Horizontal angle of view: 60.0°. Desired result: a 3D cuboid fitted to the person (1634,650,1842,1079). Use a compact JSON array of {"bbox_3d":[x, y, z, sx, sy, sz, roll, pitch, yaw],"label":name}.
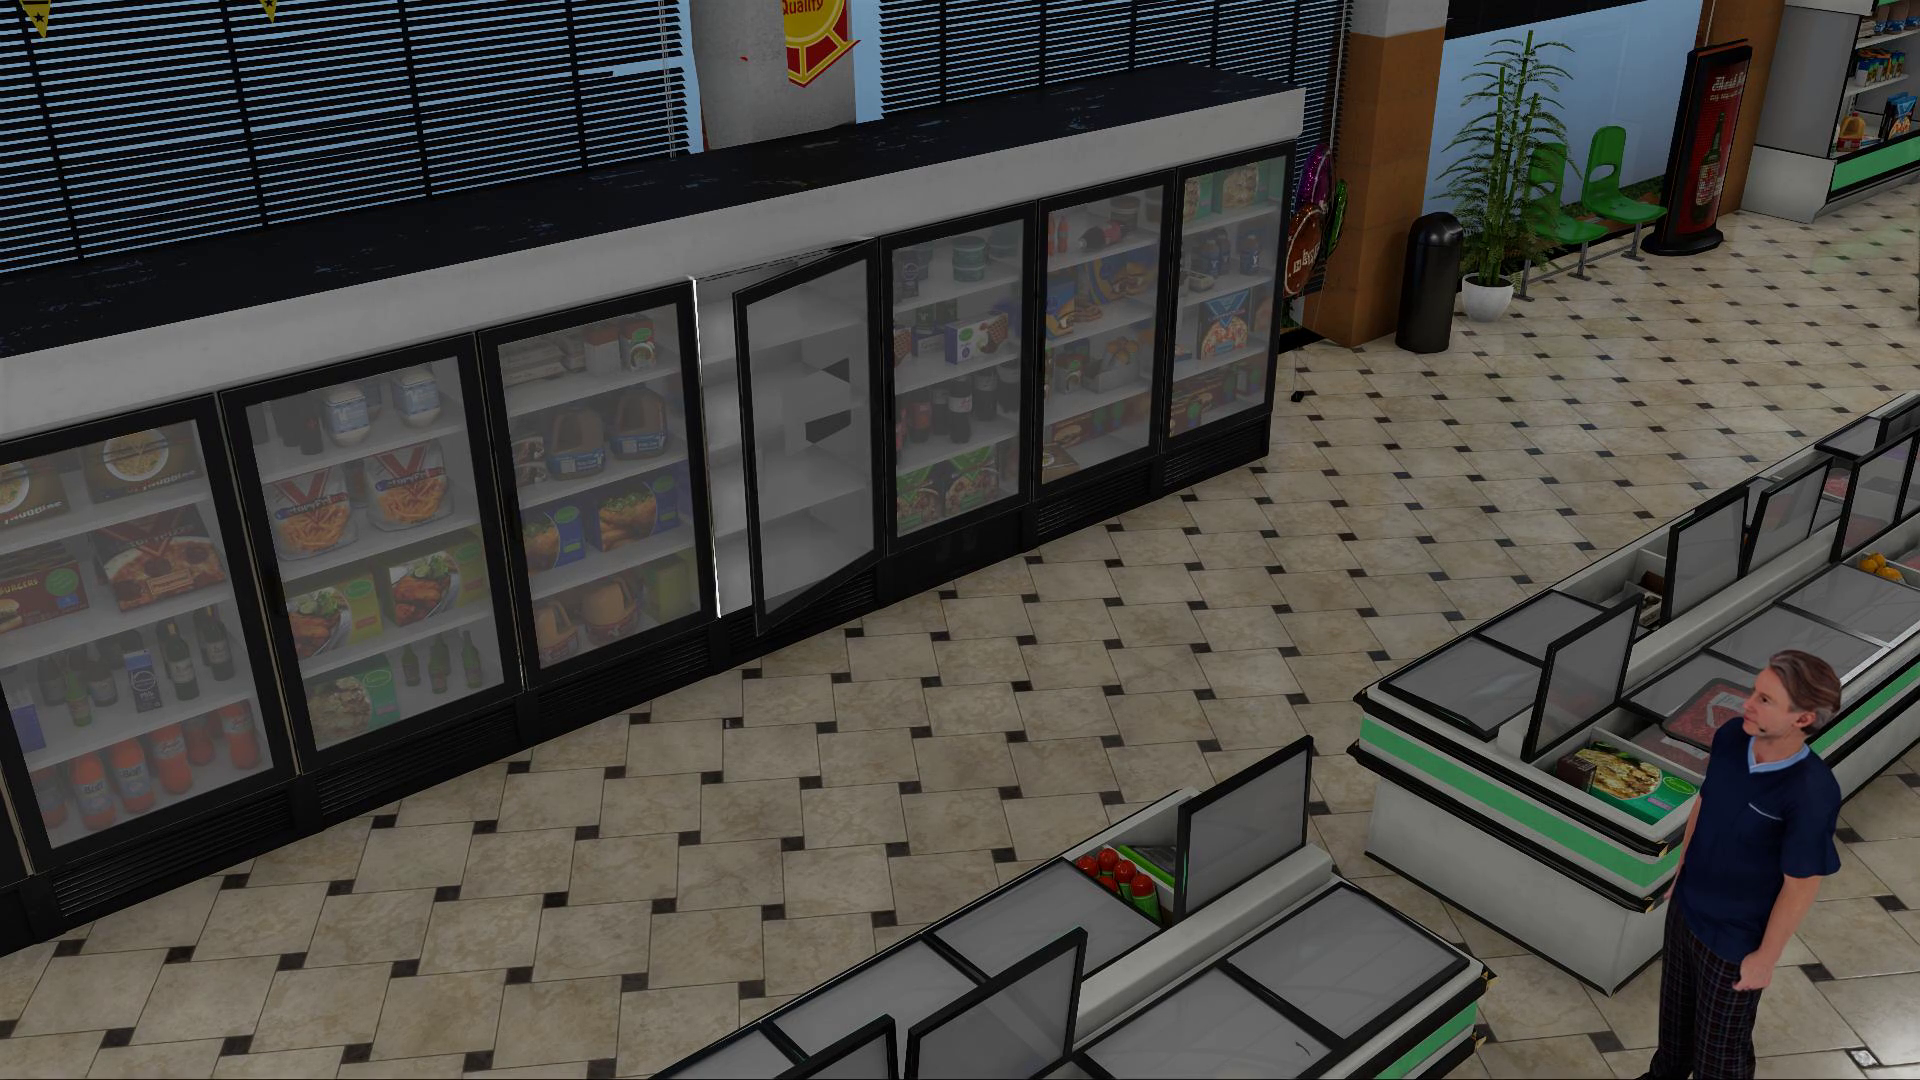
[{"bbox_3d":[2.369,1.155,5.122,0.729,1.871,0.737,-4,27,-9],"label":"person"}]
